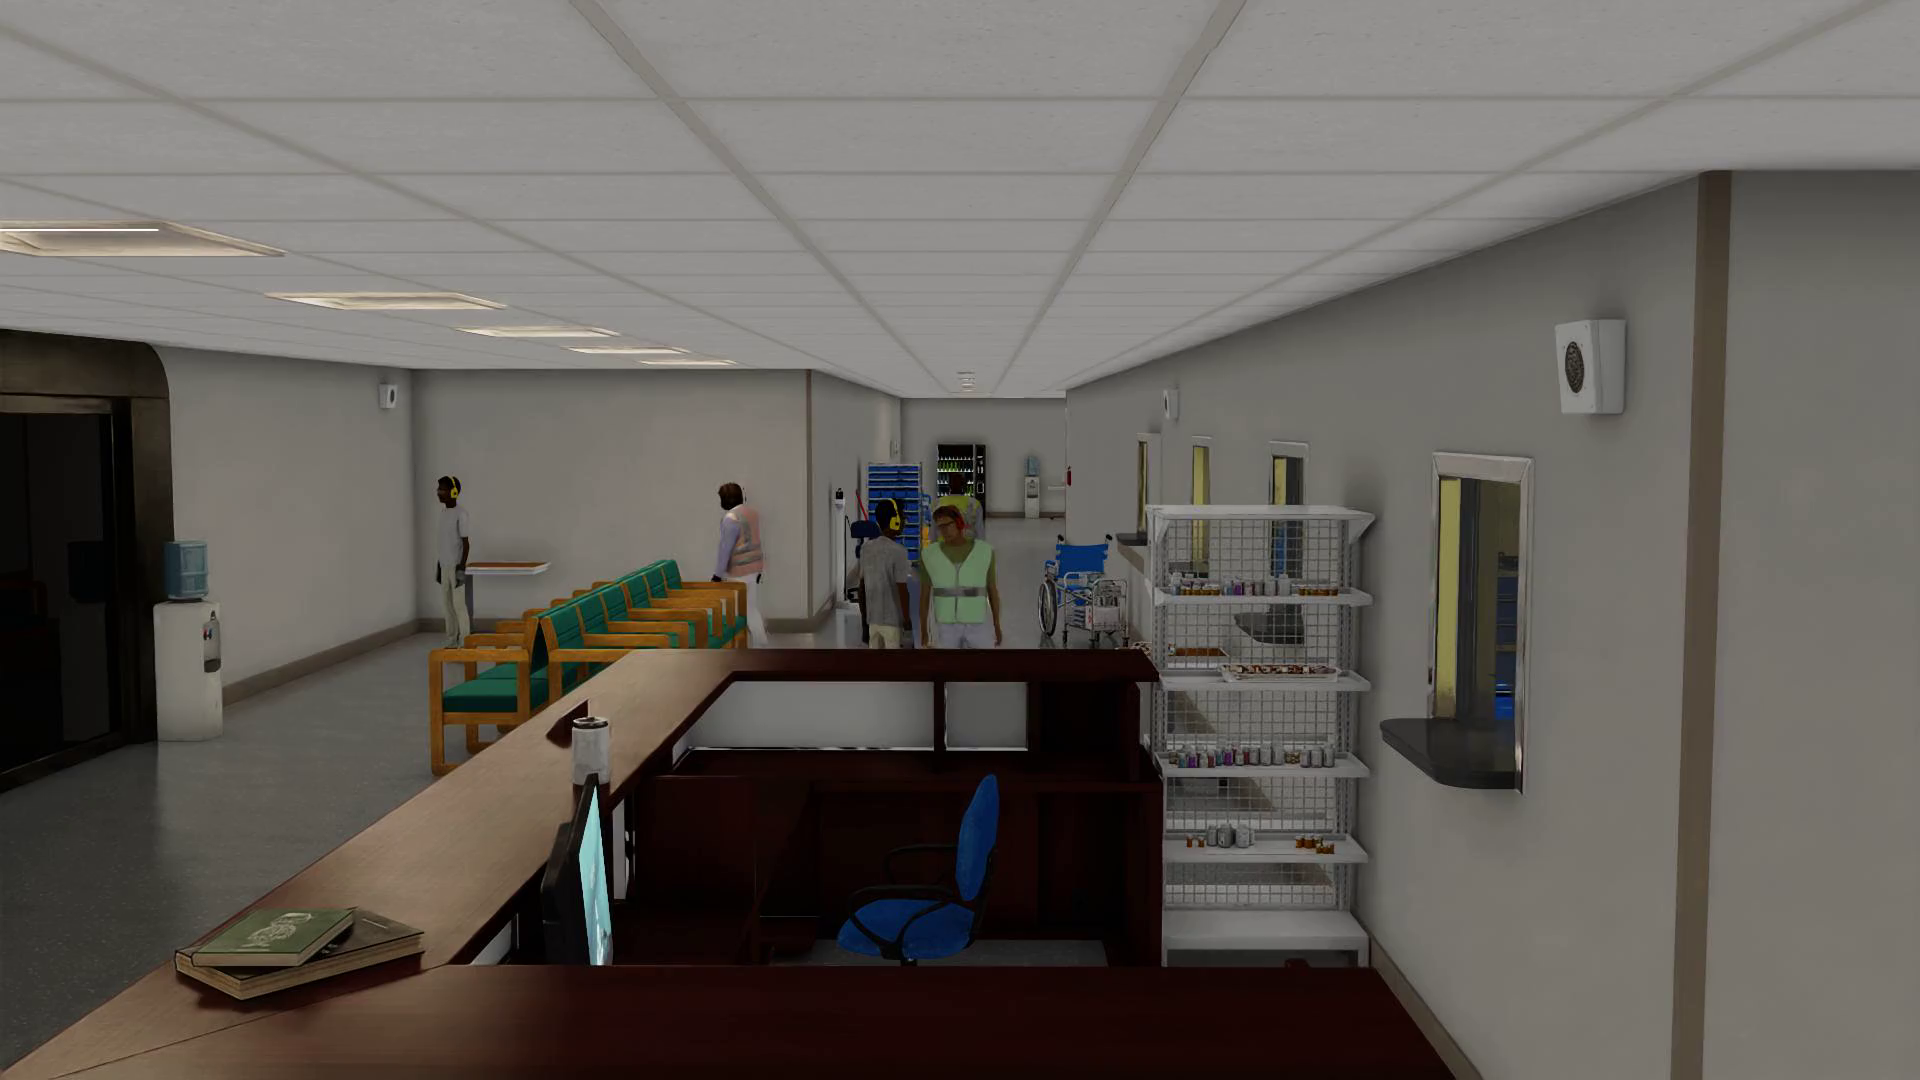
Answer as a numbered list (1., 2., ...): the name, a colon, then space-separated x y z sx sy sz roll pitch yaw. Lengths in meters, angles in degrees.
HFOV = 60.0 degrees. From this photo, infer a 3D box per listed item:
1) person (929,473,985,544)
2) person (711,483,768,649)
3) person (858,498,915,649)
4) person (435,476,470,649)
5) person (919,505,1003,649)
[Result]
1. person: -0.016 0.167 18.721 0.633 1.842 0.429 1 4 14
2. person: -2.305 0.322 16.912 0.808 1.799 0.656 1 4 11
3. person: -0.528 0.628 12.067 0.313 1.869 0.528 -4 6 -44
4. person: -5.163 0.285 16.848 0.510 1.872 0.328 4 6 43
5. person: 0.010 0.637 12.352 0.632 1.807 0.445 0 4 1
